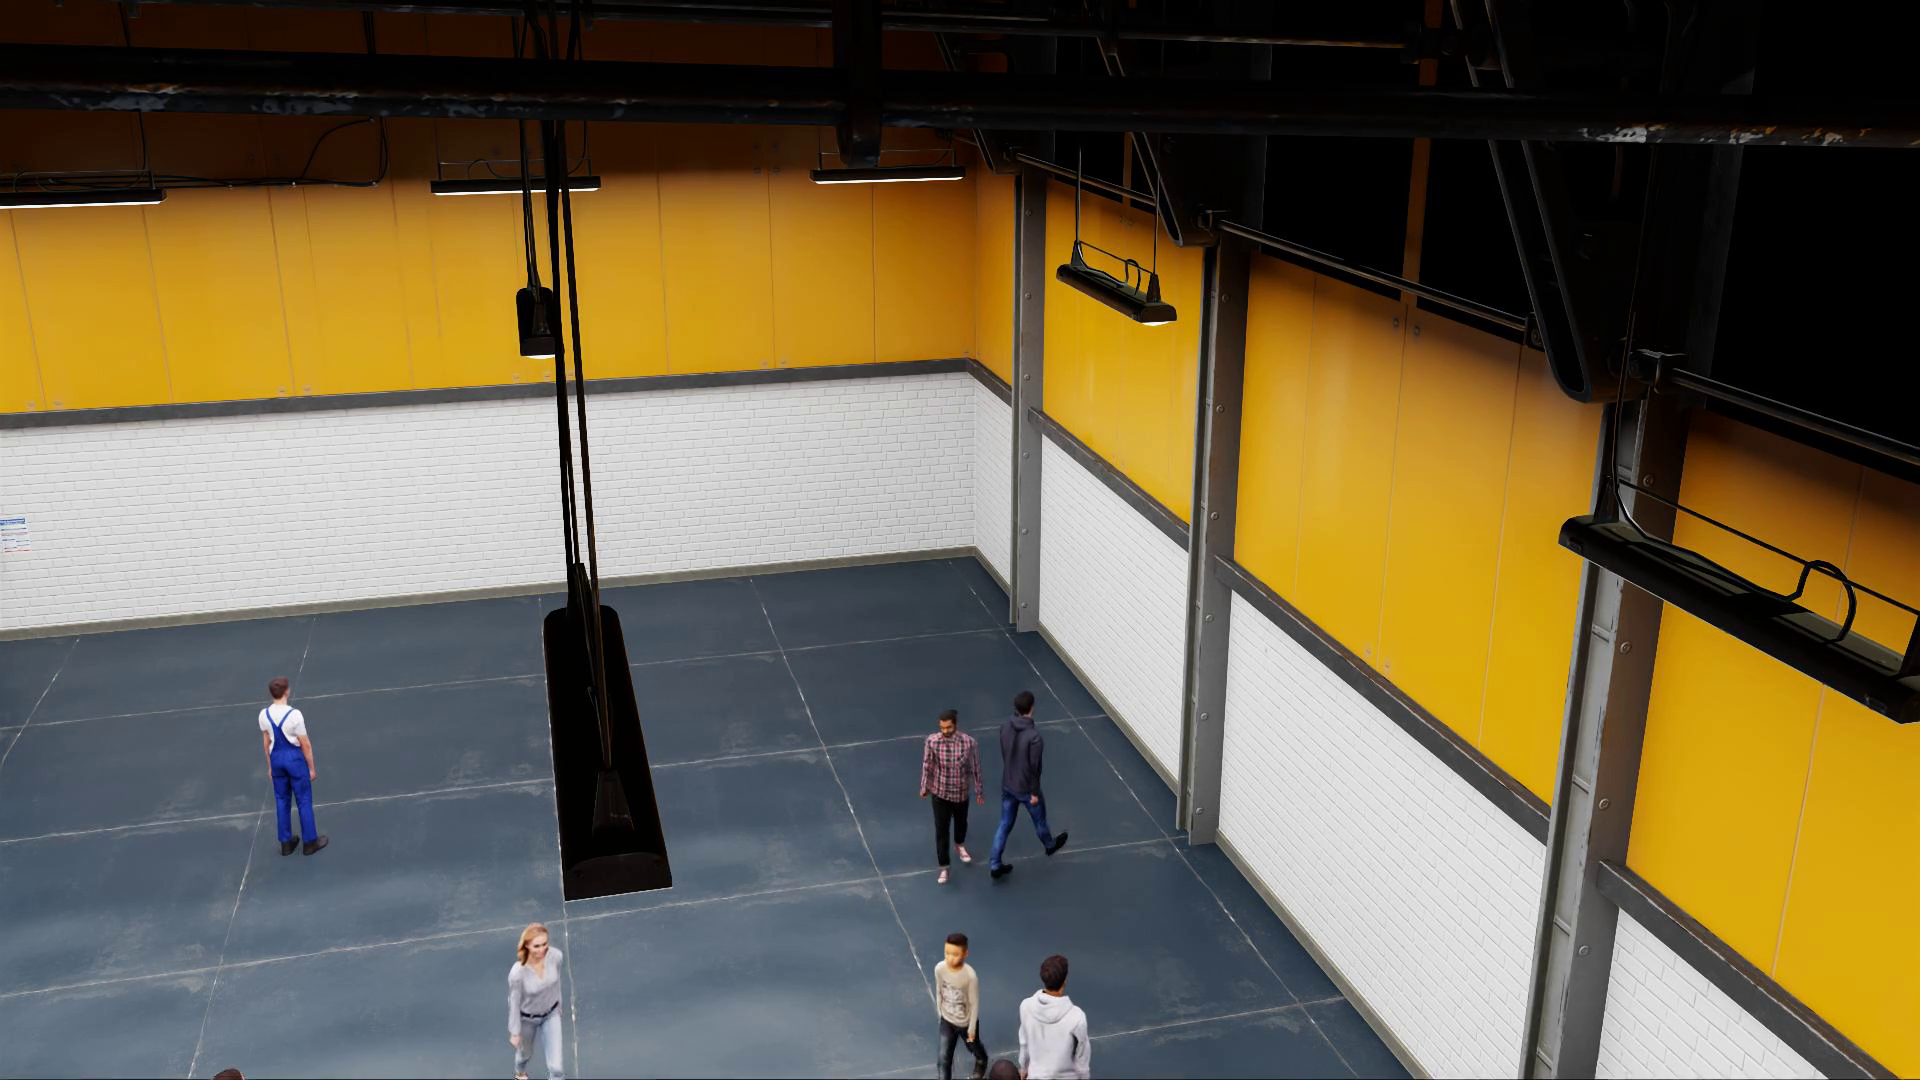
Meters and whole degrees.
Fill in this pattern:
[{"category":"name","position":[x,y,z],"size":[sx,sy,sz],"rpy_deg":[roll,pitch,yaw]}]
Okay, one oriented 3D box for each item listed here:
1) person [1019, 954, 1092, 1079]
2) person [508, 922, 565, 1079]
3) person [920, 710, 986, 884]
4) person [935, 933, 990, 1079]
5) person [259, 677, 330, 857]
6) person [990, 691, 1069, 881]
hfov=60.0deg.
[{"category":"person","position":[0.654,3.796,11.678],"size":[0.765,1.923,0.810],"rpy_deg":[9,21,25]},{"category":"person","position":[-3.217,3.602,12.543],"size":[0.888,1.738,1.219],"rpy_deg":[-13,23,-34]},{"category":"person","position":[-0.087,2.410,16.122],"size":[0.929,1.713,1.157],"rpy_deg":[-2,19,-6]},{"category":"person","position":[0.041,3.661,12.833],"size":[0.925,1.442,1.075],"rpy_deg":[7,20,20]},{"category":"person","position":[-6.642,2.228,16.450],"size":[0.706,1.849,0.688],"rpy_deg":[2,19,6]},{"category":"person","position":[0.517,2.407,15.962],"size":[1.254,1.821,1.164],"rpy_deg":[17,25,41]}]
